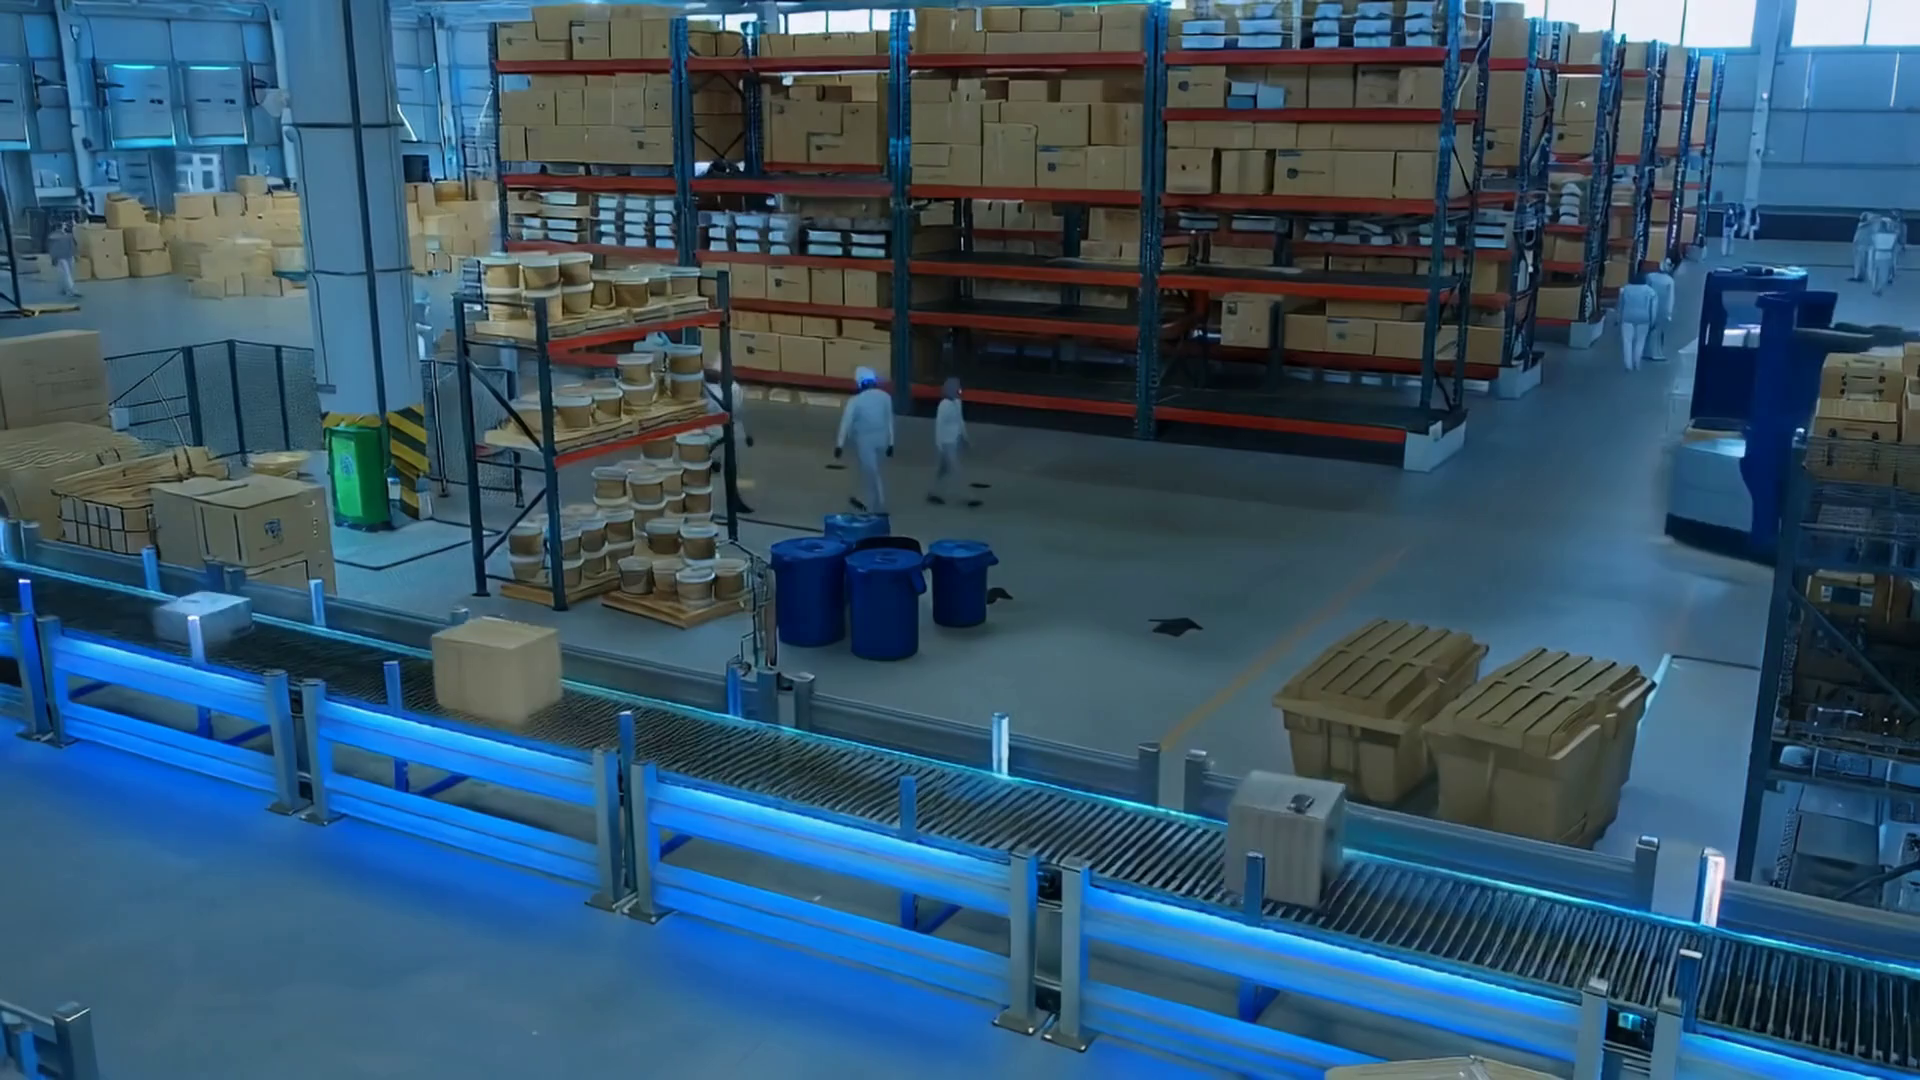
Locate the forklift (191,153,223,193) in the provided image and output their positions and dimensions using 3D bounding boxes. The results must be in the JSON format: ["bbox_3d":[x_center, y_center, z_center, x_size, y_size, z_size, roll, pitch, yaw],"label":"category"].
[{"bbox_3d":[-27.852,-12.924,61.684,1.873,2.768,1.129,8,17,28],"label":"forklift"}]

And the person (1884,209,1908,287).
[{"bbox_3d":[24.515,-7.695,43.699,0.614,2.018,0.915,8,17,27],"label":"person"}]

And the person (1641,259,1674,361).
[{"bbox_3d":[13.106,-4.298,31.146,0.399,1.900,0.643,-6,16,-22],"label":"person"}]

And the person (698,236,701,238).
[{"bbox_3d":[-6.979,-7.392,43.319,0.523,1.618,0.561,-6,16,-23],"label":"person"}]

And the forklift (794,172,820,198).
[{"bbox_3d":[-4.989,-11.044,54.616,1.129,2.768,1.873,8,17,27],"label":"forklift"}]

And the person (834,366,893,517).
[{"bbox_3d":[-1.135,-1.152,19.528,0.617,1.772,0.907,-13,20,-41],"label":"person"}]

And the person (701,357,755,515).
[{"bbox_3d":[-2.867,-1.280,19.832,1.014,1.888,0.560,11,18,36],"label":"person"}]

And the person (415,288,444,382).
[{"bbox_3d":[-9.241,-3.533,28.755,0.512,1.642,0.312,6,16,21],"label":"person"}]

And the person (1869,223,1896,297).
[{"bbox_3d":[22.880,-6.965,41.325,0.578,1.819,0.868,9,17,30],"label":"person"}]

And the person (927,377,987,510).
[{"bbox_3d":[-0.052,-1.159,19.918,0.842,1.579,0.519,7,16,24],"label":"person"}]

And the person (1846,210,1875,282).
[{"bbox_3d":[24.096,-7.848,44.467,0.399,1.909,0.642,0,15,0],"label":"person"}]

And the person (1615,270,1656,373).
[{"bbox_3d":[12.161,-3.958,30.014,0.661,1.810,0.833,5,16,18],"label":"person"}]

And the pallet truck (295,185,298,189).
[{"bbox_3d":[-26.804,-14.617,69.738,1.885,1.965,0.823,-14,20,-42],"label":"pallet truck"}]

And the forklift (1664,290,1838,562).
[{"bbox_3d":[8.775,-1.241,17.766,1.129,2.768,1.873,-9,18,-32],"label":"forklift"}]

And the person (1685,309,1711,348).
[{"bbox_3d":[11.739,-2.863,26.325,0.497,1.596,0.846,12,19,39],"label":"person"}]

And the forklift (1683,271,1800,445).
[{"bbox_3d":[9.269,-1.763,19.726,1.129,2.768,1.873,8,17,27],"label":"forklift"}]

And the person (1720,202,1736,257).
[{"bbox_3d":[23.878,-9.647,51.630,0.319,1.698,0.532,-1,15,-2],"label":"person"}]

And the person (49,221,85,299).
[{"bbox_3d":[-21.972,-6.888,40.904,1.026,1.888,0.632,7,16,23],"label":"person"}]

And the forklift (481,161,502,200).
[{"bbox_3d":[-17.525,-13.636,64.361,1.873,2.768,1.129,0,15,1],"label":"forklift"}]
